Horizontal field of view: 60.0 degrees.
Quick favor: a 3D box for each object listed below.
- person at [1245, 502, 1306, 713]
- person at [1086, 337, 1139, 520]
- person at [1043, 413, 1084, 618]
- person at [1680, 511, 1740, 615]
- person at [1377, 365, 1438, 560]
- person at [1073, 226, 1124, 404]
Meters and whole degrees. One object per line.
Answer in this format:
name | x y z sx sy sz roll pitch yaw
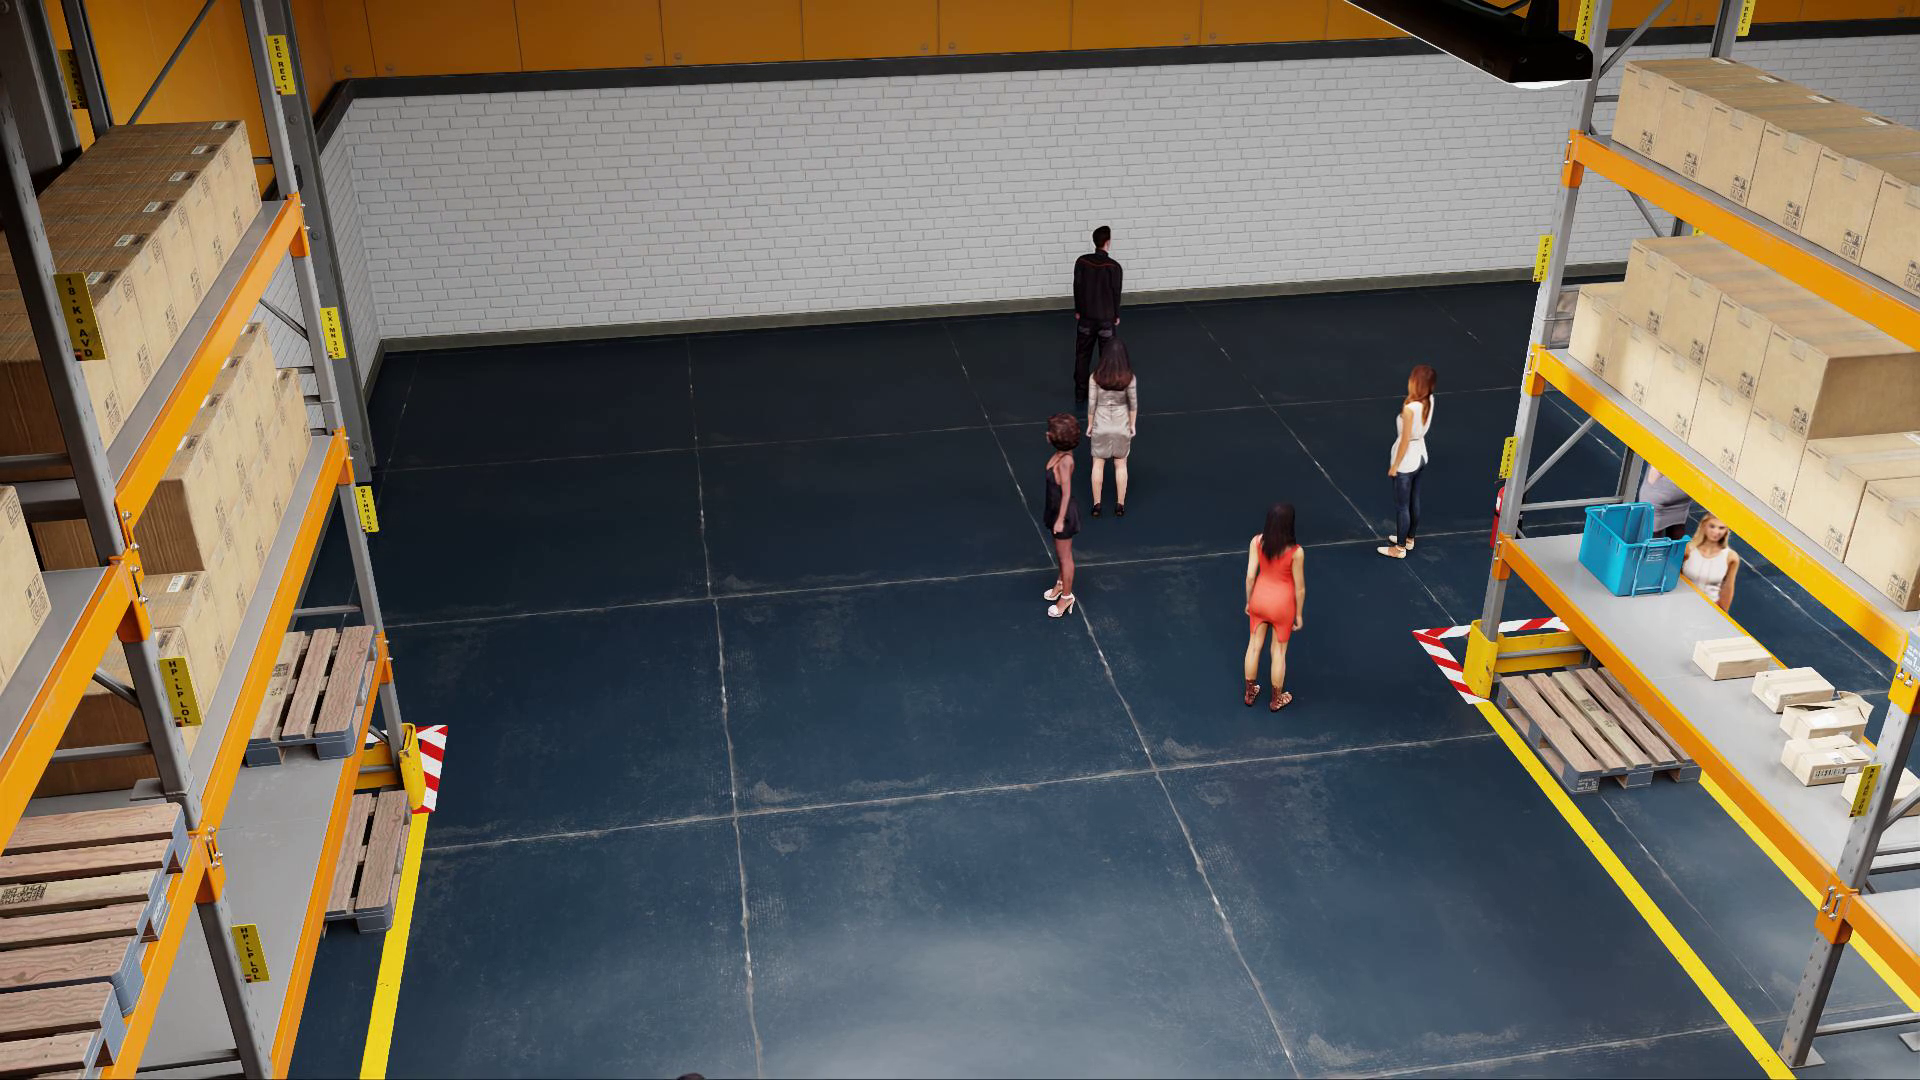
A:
person | 2.307 0.487 12.279 0.668 1.719 0.704 15 32 25
person | 1.359 -0.998 14.972 0.642 1.746 0.577 2 29 3
person | 0.831 -0.212 13.488 0.659 1.788 0.521 0 29 -1
person | 5.307 0.555 12.069 0.722 1.800 0.748 10 30 18
person | 3.894 -0.677 14.344 0.713 1.784 0.678 23 36 36
person | 1.432 -2.322 17.227 0.778 1.912 0.805 14 32 24
